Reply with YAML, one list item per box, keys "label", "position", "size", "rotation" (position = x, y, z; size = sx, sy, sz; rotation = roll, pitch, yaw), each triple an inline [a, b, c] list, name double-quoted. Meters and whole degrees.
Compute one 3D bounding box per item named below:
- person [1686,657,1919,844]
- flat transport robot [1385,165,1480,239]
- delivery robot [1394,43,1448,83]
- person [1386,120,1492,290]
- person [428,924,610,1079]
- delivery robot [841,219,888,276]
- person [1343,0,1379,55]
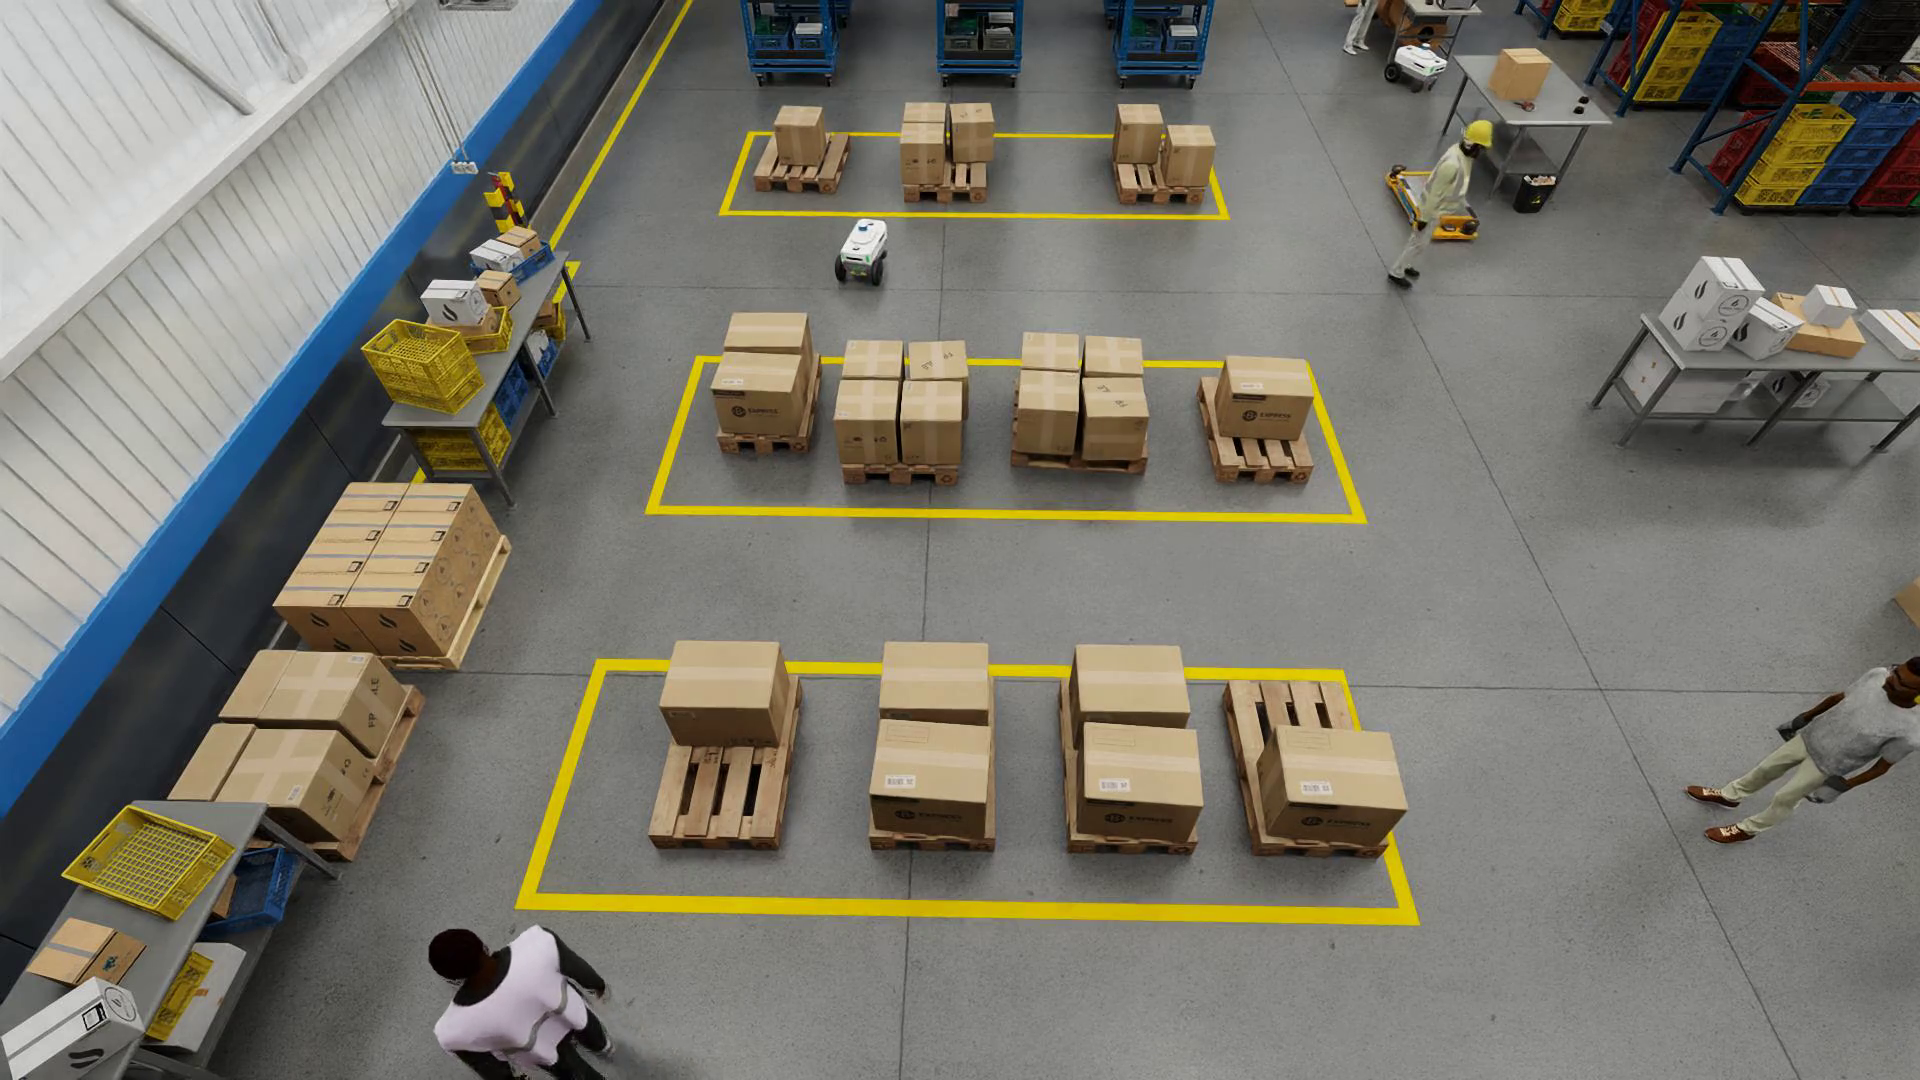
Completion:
- label: "person"
  position: [5.039, 1.254, 5.384]
  size: [0.310, 1.864, 0.531]
  rotation: [6, 49, 5]
- label: "flat transport robot"
  position: [5.692, -4.094, 11.059]
  size: [0.652, 0.197, 1.431]
  rotation: [1, 49, 1]
- label: "delivery robot"
  position: [6.651, -6.905, 13.245]
  size: [0.477, 0.478, 0.707]
  rotation: [-24, 53, -19]
- label: "person"
  position: [4.971, -3.468, 9.505]
  size: [0.426, 1.814, 0.612]
  rotation: [26, 54, 21]
- label: "person"
  position: [-1.942, 2.373, 4.408]
  size: [0.767, 1.887, 0.605]
  rotation: [26, 54, 21]
- label: "delivery robot"
  position: [-1.050, -3.258, 10.089]
  size: [0.477, 0.478, 0.707]
  rotation: [11, 50, 9]
- label: "person"
  position: [6.155, -8.157, 13.681]
  size: [0.514, 1.631, 0.312]
  rotation: [-30, 56, -24]
